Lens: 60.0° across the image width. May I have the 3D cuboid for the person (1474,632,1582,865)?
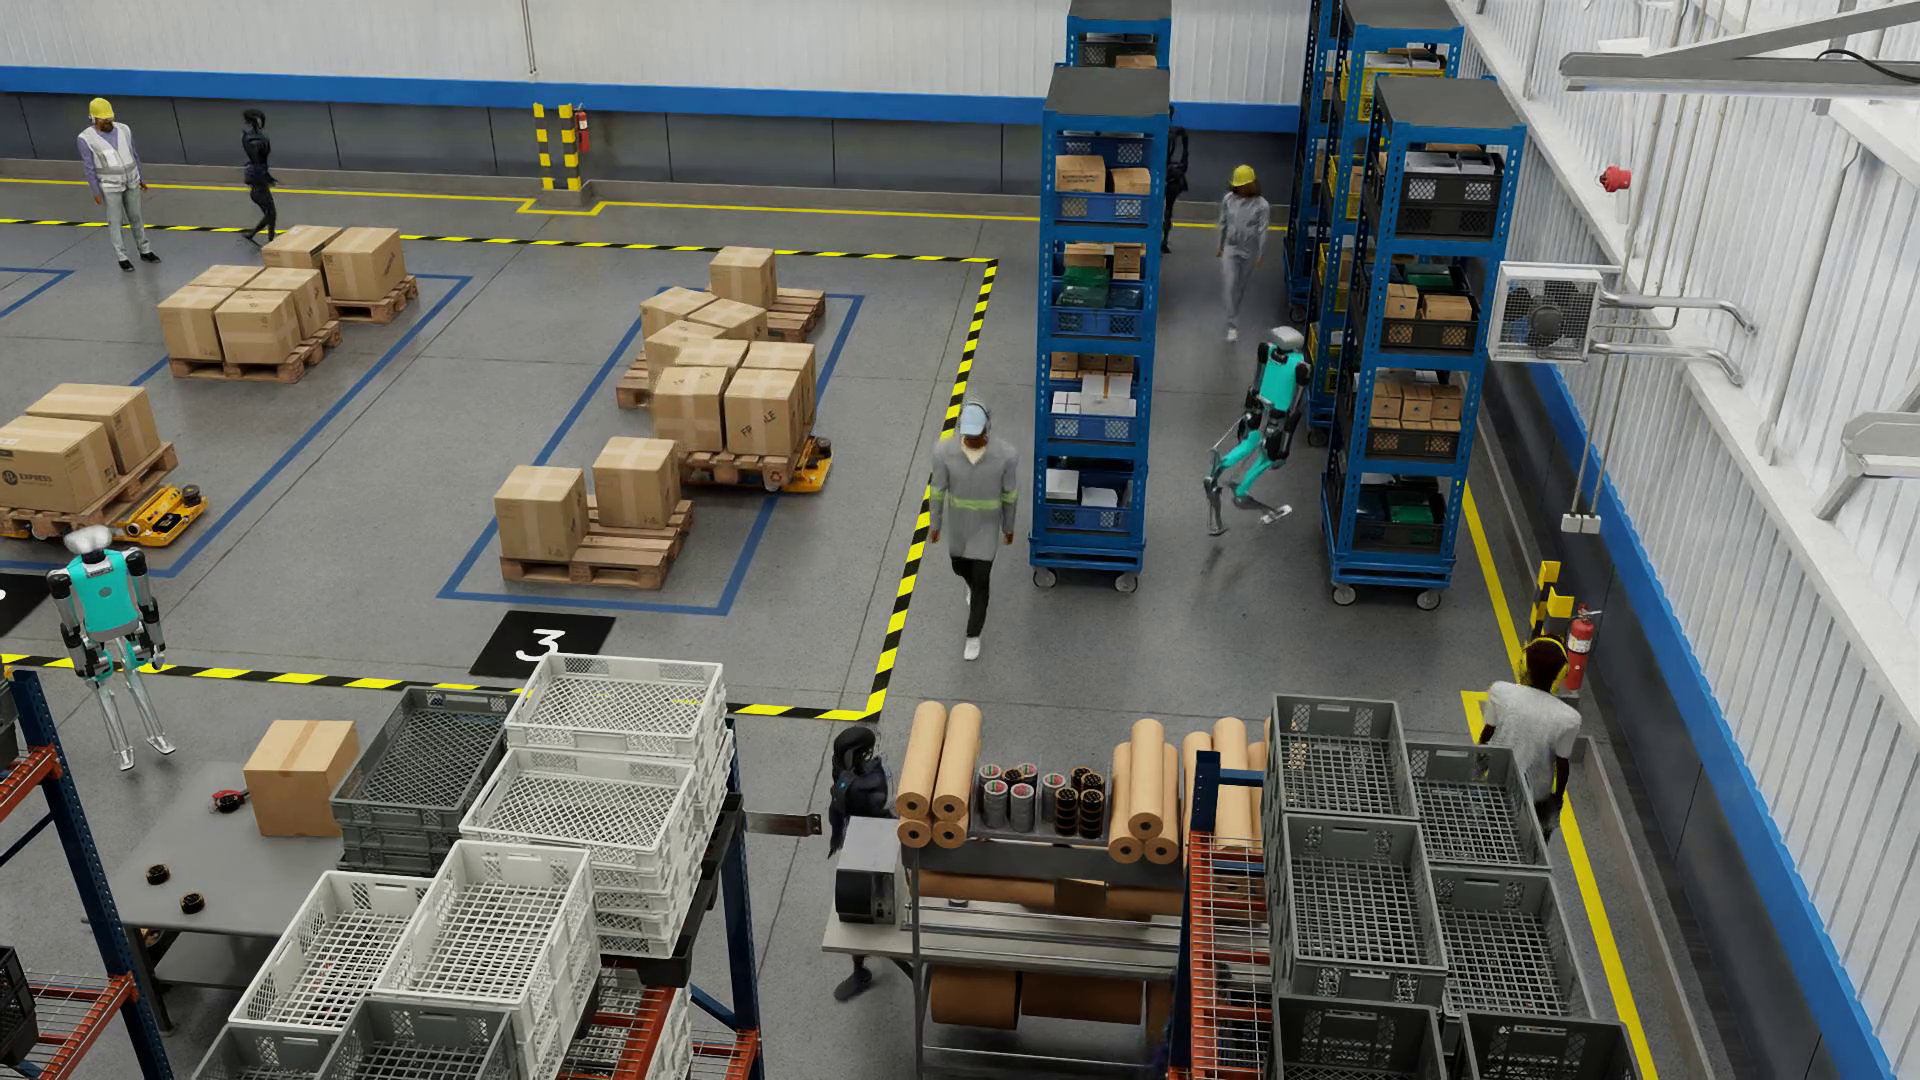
[{"bbox_3d":[3.016,1.270,8.913,0.526,1.854,0.504,19,35,30],"label":"person"}]

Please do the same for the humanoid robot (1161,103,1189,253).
[{"bbox_3d":[2.220,-3.899,17.967,0.600,1.644,0.410,-10,32,-17],"label":"humanoid robot"}]

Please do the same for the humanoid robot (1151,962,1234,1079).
[{"bbox_3d":[0.929,2.409,7.165,0.717,1.635,0.596,-5,31,-9],"label":"humanoid robot"}]

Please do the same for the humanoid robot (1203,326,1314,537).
[{"bbox_3d":[2.154,-0.717,12.450,1.027,1.724,0.546,-18,35,-27],"label":"humanoid robot"}]

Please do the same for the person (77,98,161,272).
[{"bbox_3d":[-8.898,-3.770,17.595,0.404,1.827,0.598,19,35,30],"label":"person"}]

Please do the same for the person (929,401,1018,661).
[{"bbox_3d":[0.092,-0.154,11.394,0.594,1.822,0.825,5,31,8],"label":"person"}]

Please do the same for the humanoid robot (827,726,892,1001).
[{"bbox_3d":[-0.497,1.607,8.521,0.576,1.634,0.599,-19,35,-29],"label":"humanoid robot"}]

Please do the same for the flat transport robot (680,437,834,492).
[{"bbox_3d":[-1.810,-0.665,13.788,1.431,0.197,0.652,3,30,6],"label":"flat transport robot"}]

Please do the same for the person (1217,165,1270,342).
[{"bbox_3d":[2.703,-2.762,15.981,0.477,1.698,0.751,6,31,9],"label":"person"}]

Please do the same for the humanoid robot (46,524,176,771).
[{"bbox_3d":[-5.152,0.579,10.082,0.533,1.681,0.735,-22,37,-32],"label":"humanoid robot"}]

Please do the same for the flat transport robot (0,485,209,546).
[{"bbox_3d":[-6.755,-0.237,13.052,1.431,0.197,0.652,3,30,6],"label":"flat transport robot"}]

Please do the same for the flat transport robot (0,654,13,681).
[{"bbox_3d":[-7.142,0.969,11.010,1.431,0.231,0.659,3,30,6],"label":"flat transport robot"}]

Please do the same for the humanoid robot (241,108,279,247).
[{"bbox_3d":[-7.606,-3.860,17.918,0.542,1.621,0.629,-7,31,-12],"label":"humanoid robot"}]
